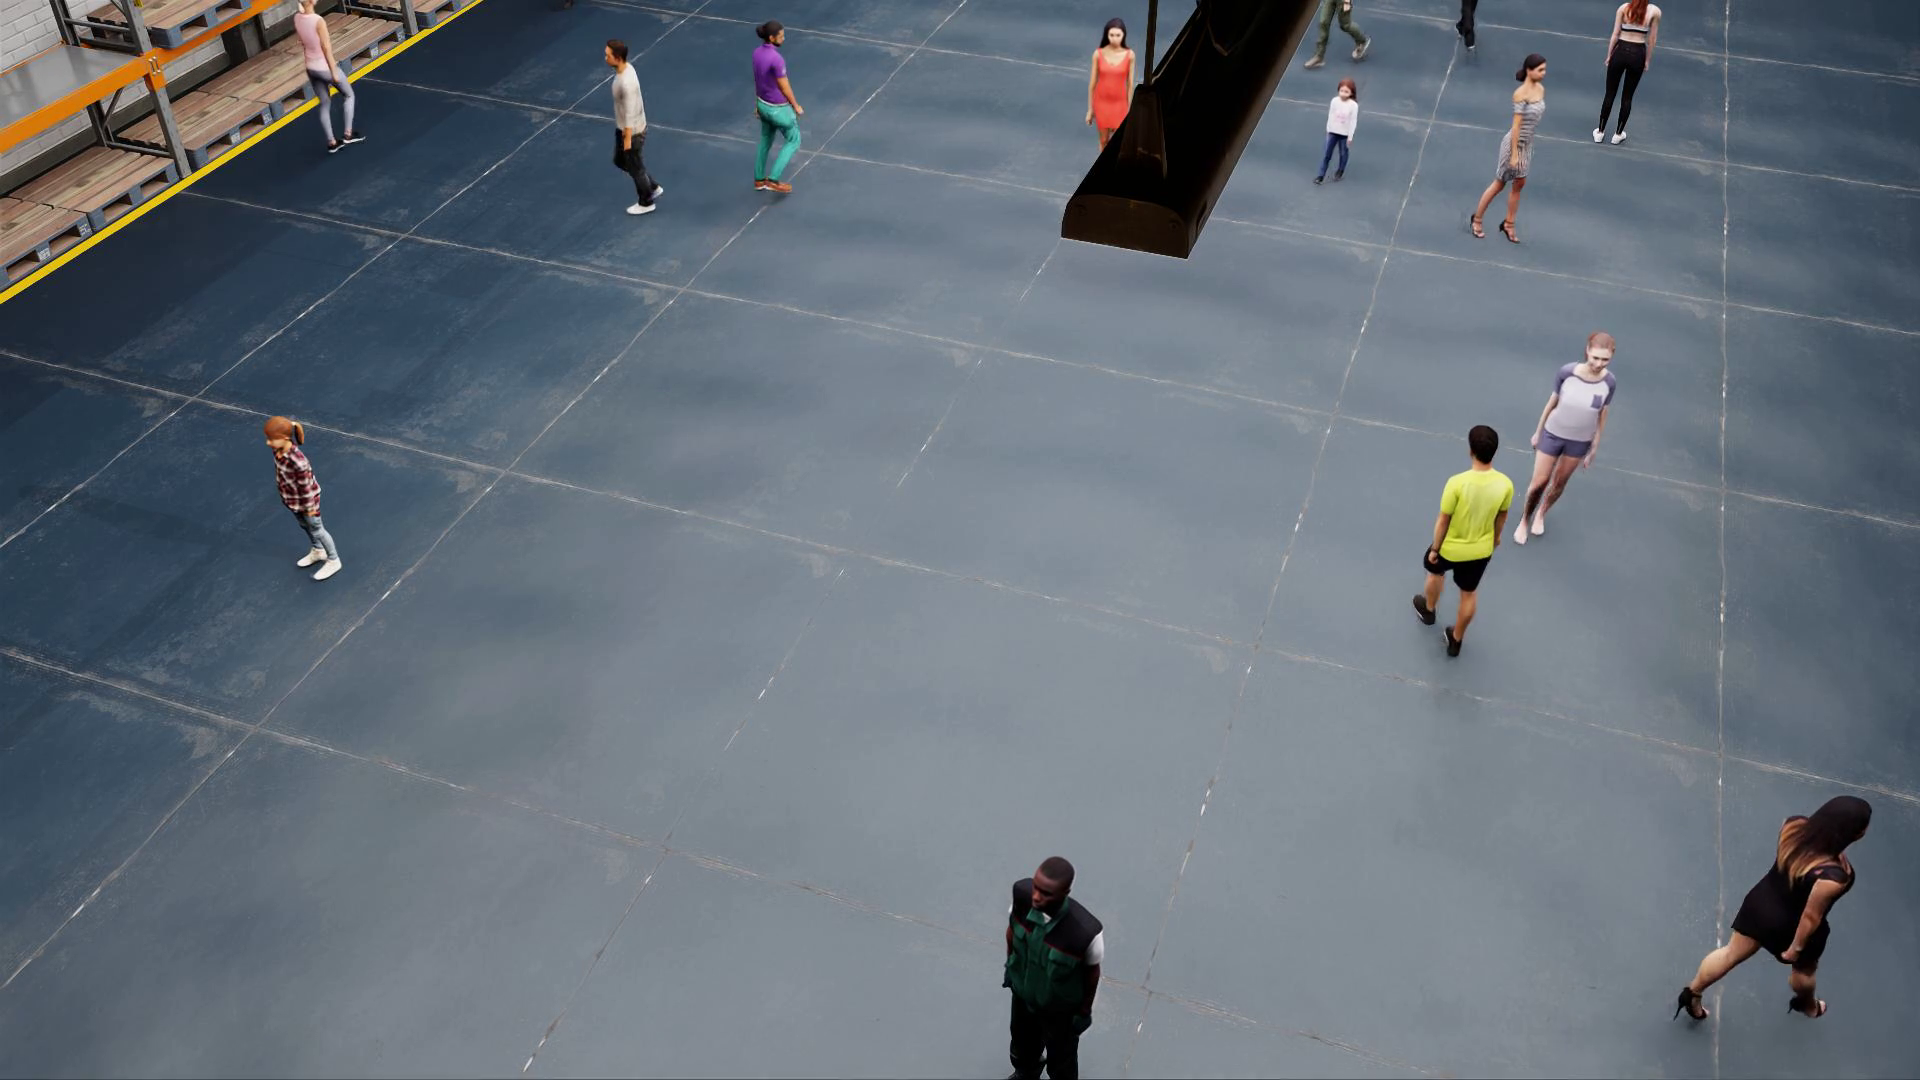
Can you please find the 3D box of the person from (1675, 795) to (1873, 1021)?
[{"bbox_3d":[4.147,1.957,8.556,1.020,1.661,1.100,-5,39,-6],"label":"person"}]

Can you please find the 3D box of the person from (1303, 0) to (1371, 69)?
[{"bbox_3d":[4.348,-6.134,18.715,1.119,1.625,1.032,-19,42,-22],"label":"person"}]

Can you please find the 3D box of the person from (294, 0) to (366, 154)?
[{"bbox_3d":[-6.537,-4.755,16.917,0.576,1.714,0.638,15,41,18],"label":"person"}]

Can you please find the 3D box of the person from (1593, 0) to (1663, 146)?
[{"bbox_3d":[6.873,-4.937,17.123,0.591,1.742,0.521,15,41,18],"label":"person"}]

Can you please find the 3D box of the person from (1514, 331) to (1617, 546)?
[{"bbox_3d":[4.362,-0.782,11.915,0.617,1.748,0.646,12,40,15],"label":"person"}]

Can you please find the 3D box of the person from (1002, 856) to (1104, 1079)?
[{"bbox_3d":[0.434,2.181,8.131,0.753,1.840,0.716,25,45,28],"label":"person"}]

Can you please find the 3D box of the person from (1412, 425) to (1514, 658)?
[{"bbox_3d":[3.333,0.068,10.903,0.825,1.684,0.930,0,39,0],"label":"person"}]

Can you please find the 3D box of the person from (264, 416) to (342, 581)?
[{"bbox_3d":[-4.628,-0.323,11.697,0.590,1.303,0.599,30,47,32],"label":"person"}]

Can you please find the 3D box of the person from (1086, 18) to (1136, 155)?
[{"bbox_3d":[1.474,-4.304,16.359,0.654,1.706,0.649,3,39,4],"label":"person"}]

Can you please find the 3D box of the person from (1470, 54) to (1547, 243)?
[{"bbox_3d":[5.109,-3.628,15.422,0.752,1.819,0.807,-30,47,-32],"label":"person"}]

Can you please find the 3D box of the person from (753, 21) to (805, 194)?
[{"bbox_3d":[-1.838,-4.135,16.117,0.801,1.744,0.850,31,48,33],"label":"person"}]

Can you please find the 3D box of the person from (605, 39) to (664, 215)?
[{"bbox_3d":[-3.031,-3.917,15.805,0.874,1.793,0.804,-9,40,-11],"label":"person"}]

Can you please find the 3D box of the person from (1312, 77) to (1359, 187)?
[{"bbox_3d":[3.819,-4.100,16.600,0.534,1.086,0.767,21,43,24],"label":"person"}]
